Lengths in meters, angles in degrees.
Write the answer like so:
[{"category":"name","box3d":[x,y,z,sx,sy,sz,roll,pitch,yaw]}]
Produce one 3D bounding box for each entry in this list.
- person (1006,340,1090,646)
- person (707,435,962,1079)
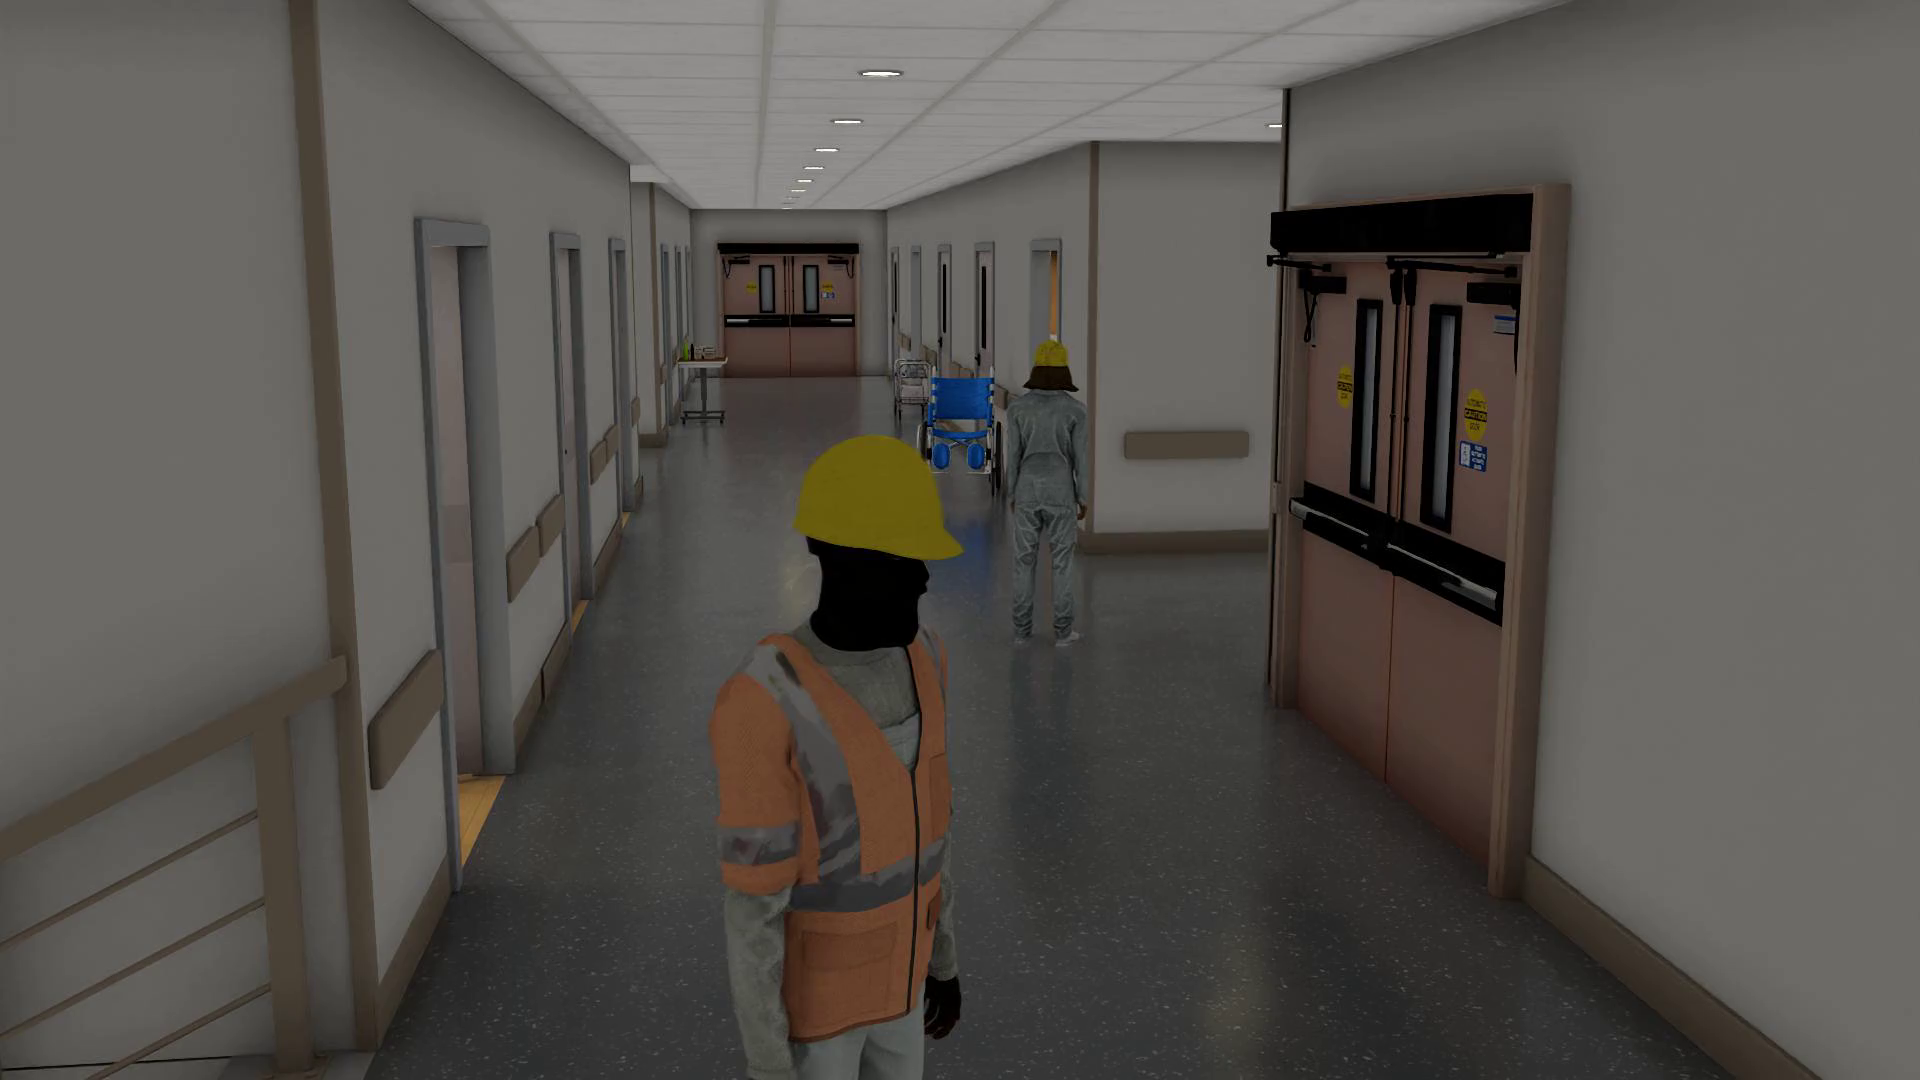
[{"category":"person","box3d":[0.499,-0.263,9.470,0.486,1.734,0.350,2,10,14]},{"category":"person","box3d":[-0.176,0.769,2.917,0.398,1.920,0.586,6,11,32]}]
